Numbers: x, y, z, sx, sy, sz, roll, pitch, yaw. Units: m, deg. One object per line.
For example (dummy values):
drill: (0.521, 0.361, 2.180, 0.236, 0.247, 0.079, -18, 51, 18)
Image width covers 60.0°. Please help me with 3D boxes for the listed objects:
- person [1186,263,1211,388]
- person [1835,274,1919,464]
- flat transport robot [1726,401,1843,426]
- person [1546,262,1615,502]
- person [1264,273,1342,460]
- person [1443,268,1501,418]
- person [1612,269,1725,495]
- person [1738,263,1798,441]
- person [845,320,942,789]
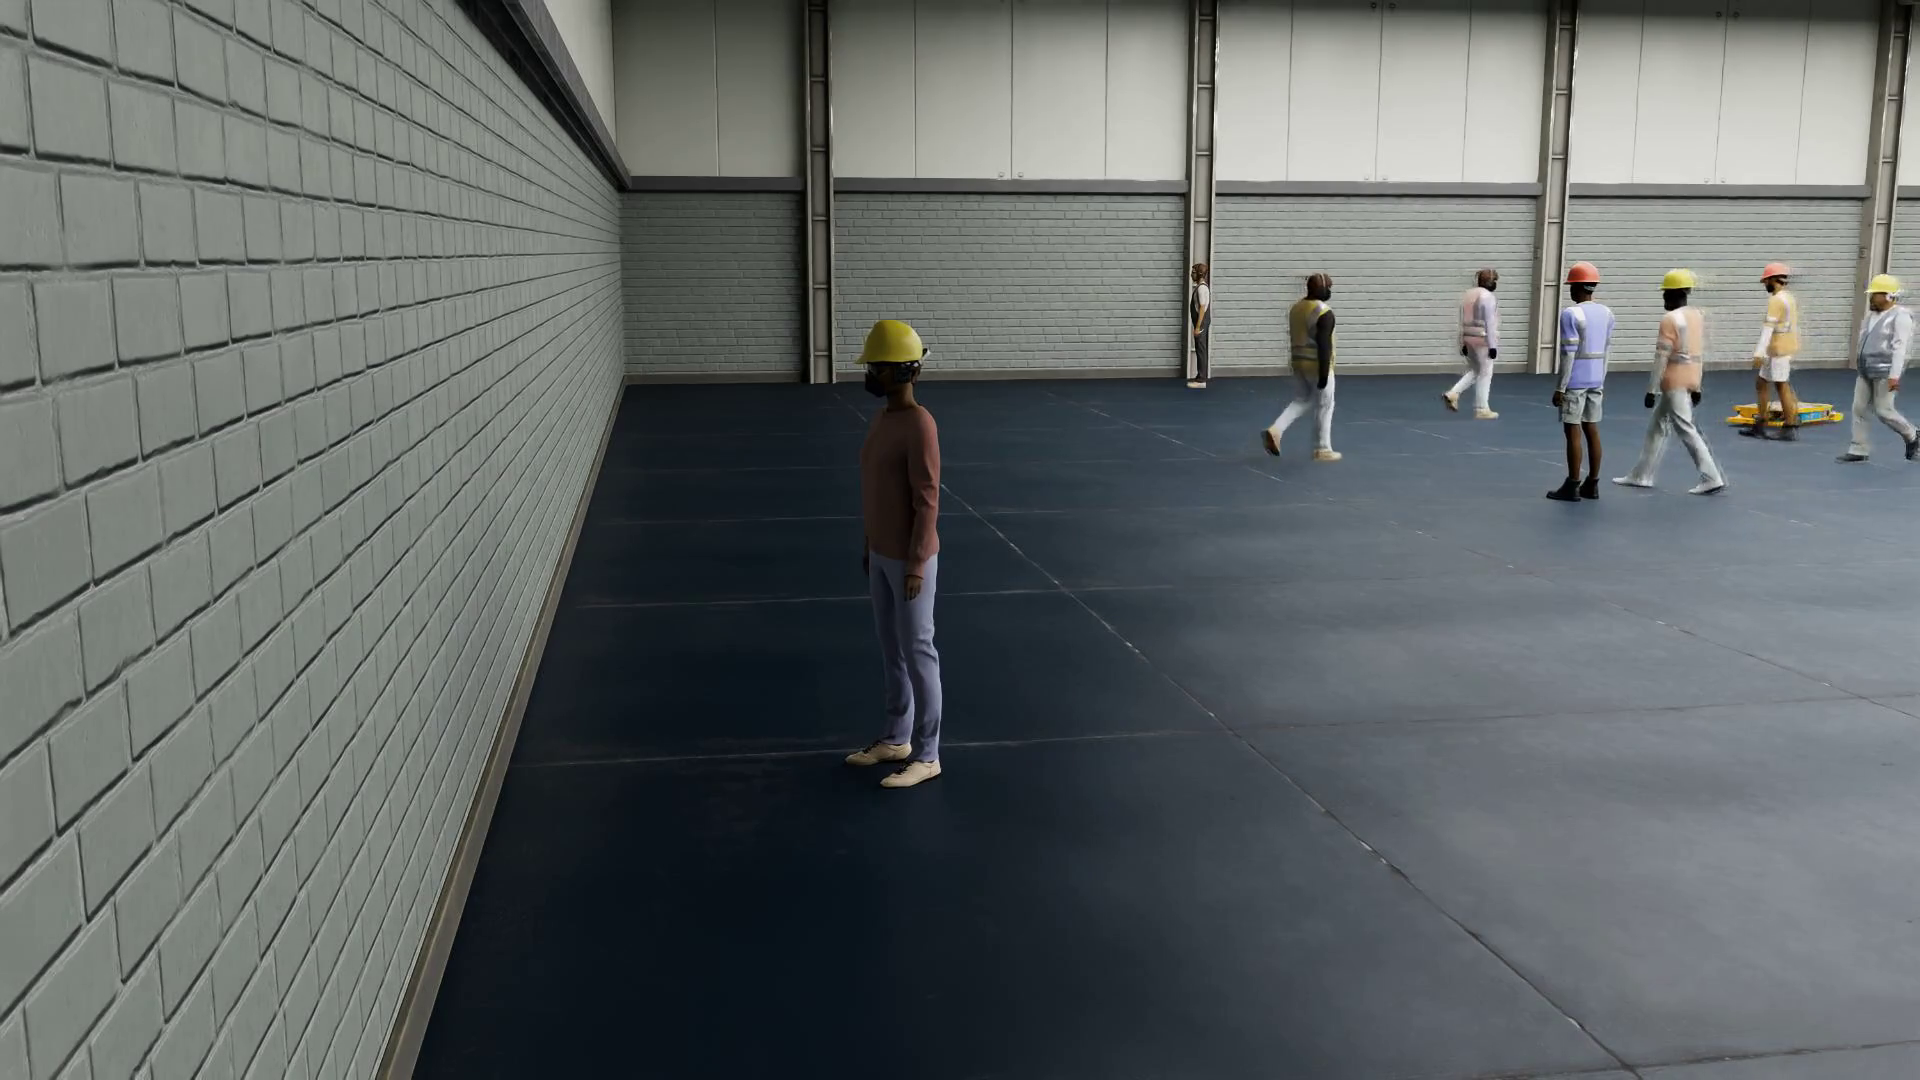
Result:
person: (3.543, -3.173, 24.672, 0.345, 1.846, 0.508, 2, 10, 10)
person: (8.756, -1.603, 15.735, 0.694, 1.808, 0.598, -2, 10, -9)
flat transport robot: (9.666, -1.483, 19.473, 1.431, 0.197, 0.652, -7, 12, -36)
person: (5.022, -1.282, 13.519, 0.549, 1.936, 0.377, -6, 11, -29)
person: (3.340, -1.659, 16.033, 0.715, 1.823, 0.628, -5, 11, -25)
person: (6.270, -2.381, 20.183, 0.545, 1.822, 0.623, -1, 10, -6)
person: (6.033, -1.329, 13.966, 0.971, 1.885, 0.601, 10, 14, 44)
person: (8.729, -2.018, 17.913, 0.748, 1.891, 0.676, 7, 12, 36)
person: (-0.245, 0.053, 6.328, 0.309, 1.769, 0.523, -5, 11, -25)
